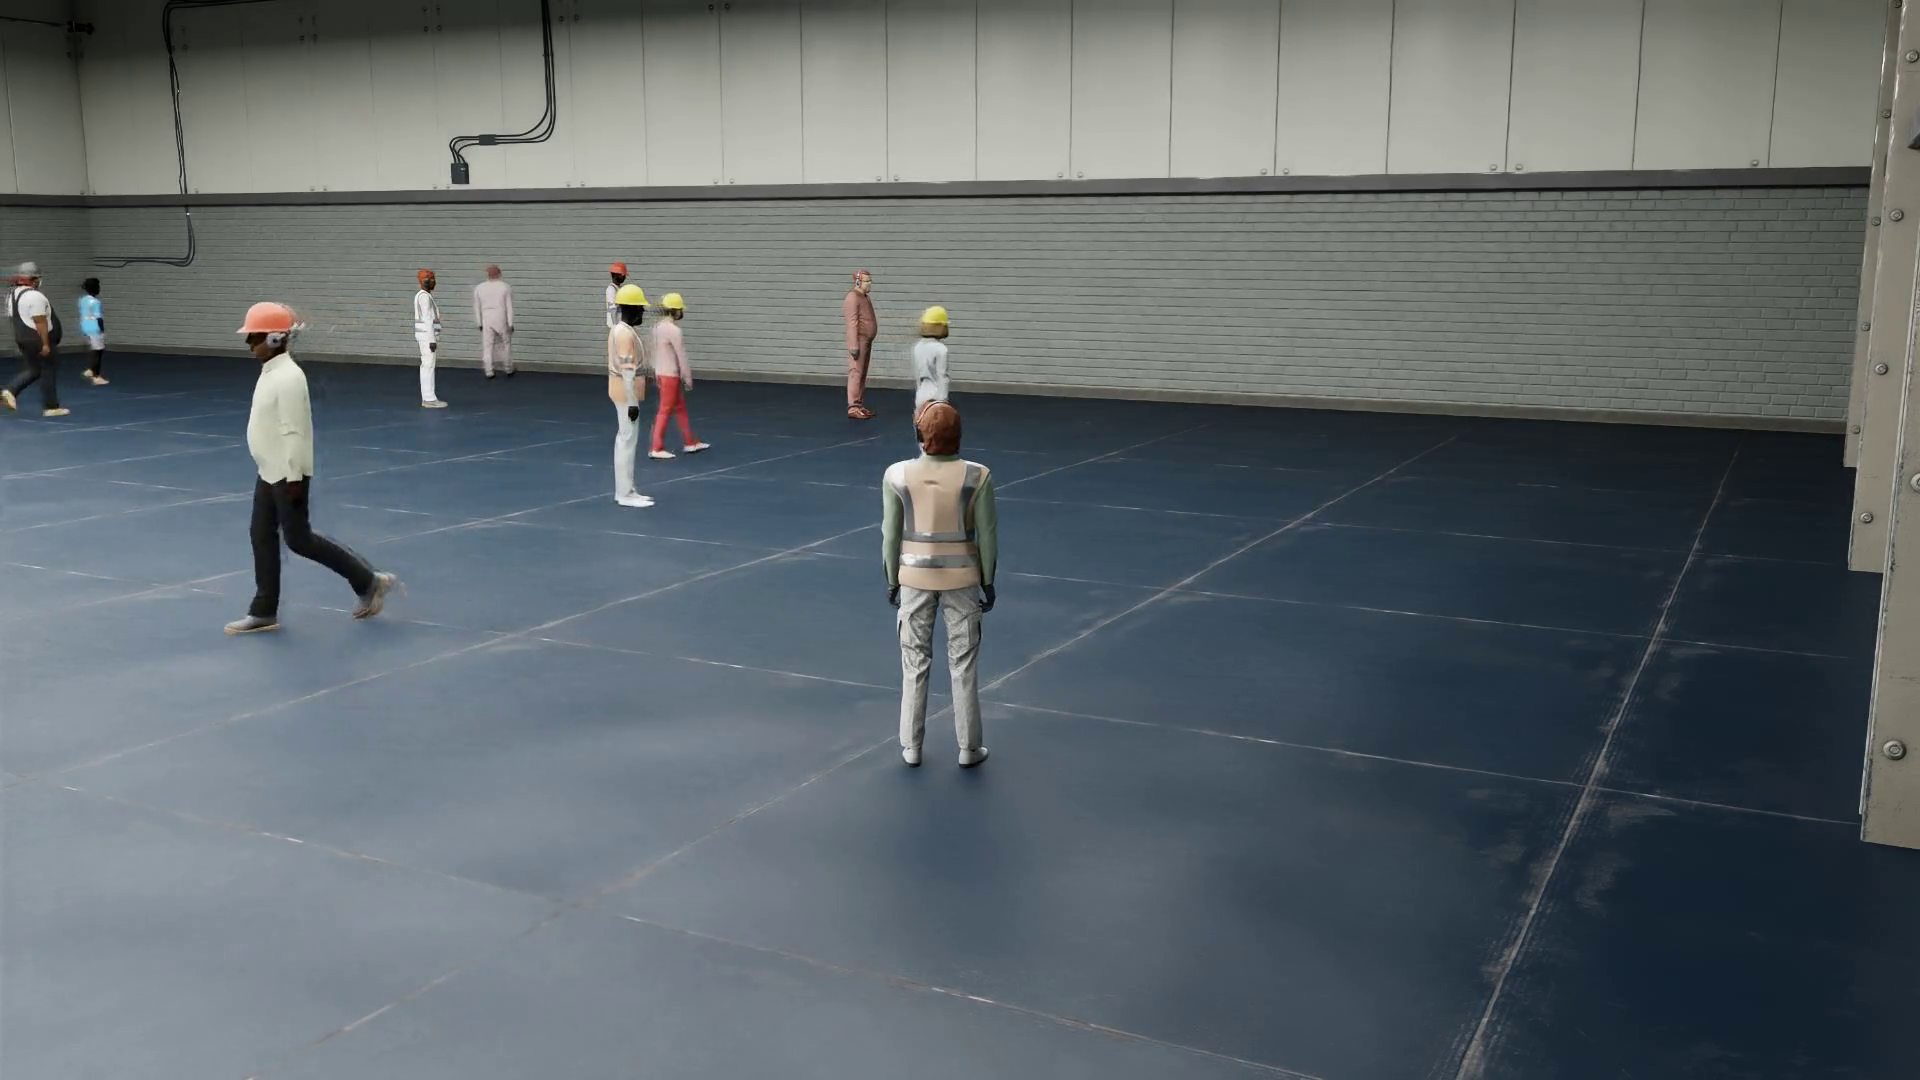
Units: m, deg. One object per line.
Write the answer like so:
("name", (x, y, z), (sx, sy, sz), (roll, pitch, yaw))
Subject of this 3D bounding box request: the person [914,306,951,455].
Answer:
("person", (-0.257, -1.213, 14.819), (0.411, 1.730, 0.485), (-7, 13, -35))

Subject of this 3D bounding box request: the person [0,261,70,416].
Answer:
("person", (-12.031, -2.606, 21.555), (0.692, 2.000, 0.729), (8, 13, 36))

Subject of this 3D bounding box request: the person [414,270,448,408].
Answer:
("person", (-7.279, -2.757, 22.807), (0.355, 1.883, 0.576), (-5, 11, -25))

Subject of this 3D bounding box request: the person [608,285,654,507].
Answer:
("person", (-2.860, -1.251, 14.484), (0.386, 1.922, 0.593), (-3, 11, -16))

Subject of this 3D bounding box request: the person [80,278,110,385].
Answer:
("person", (-13.590, -3.274, 26.157), (0.562, 1.682, 0.365), (9, 14, 40))

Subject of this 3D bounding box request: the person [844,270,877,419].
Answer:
("person", (-1.263, -2.516, 21.431), (0.401, 1.906, 0.651), (2, 11, 11))

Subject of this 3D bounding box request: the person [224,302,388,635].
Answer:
("person", (-3.940, -0.429, 9.889), (0.859, 1.970, 0.622), (-7, 12, -32))

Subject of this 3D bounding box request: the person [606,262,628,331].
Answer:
("person", (-5.310, -3.350, 25.898), (0.358, 1.937, 0.544), (-1, 10, -3))

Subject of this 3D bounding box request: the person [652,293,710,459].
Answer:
("person", (-2.957, -1.735, 17.641), (0.827, 1.733, 0.540), (-6, 12, -29))

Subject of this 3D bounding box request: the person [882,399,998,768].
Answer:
("person", (-0.088, 0.201, 7.332), (0.514, 1.644, 0.309), (1, 10, 6))

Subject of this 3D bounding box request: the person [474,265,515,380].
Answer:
("person", (-7.631, -3.578, 27.357), (0.669, 1.851, 0.989), (0, 10, 2))
